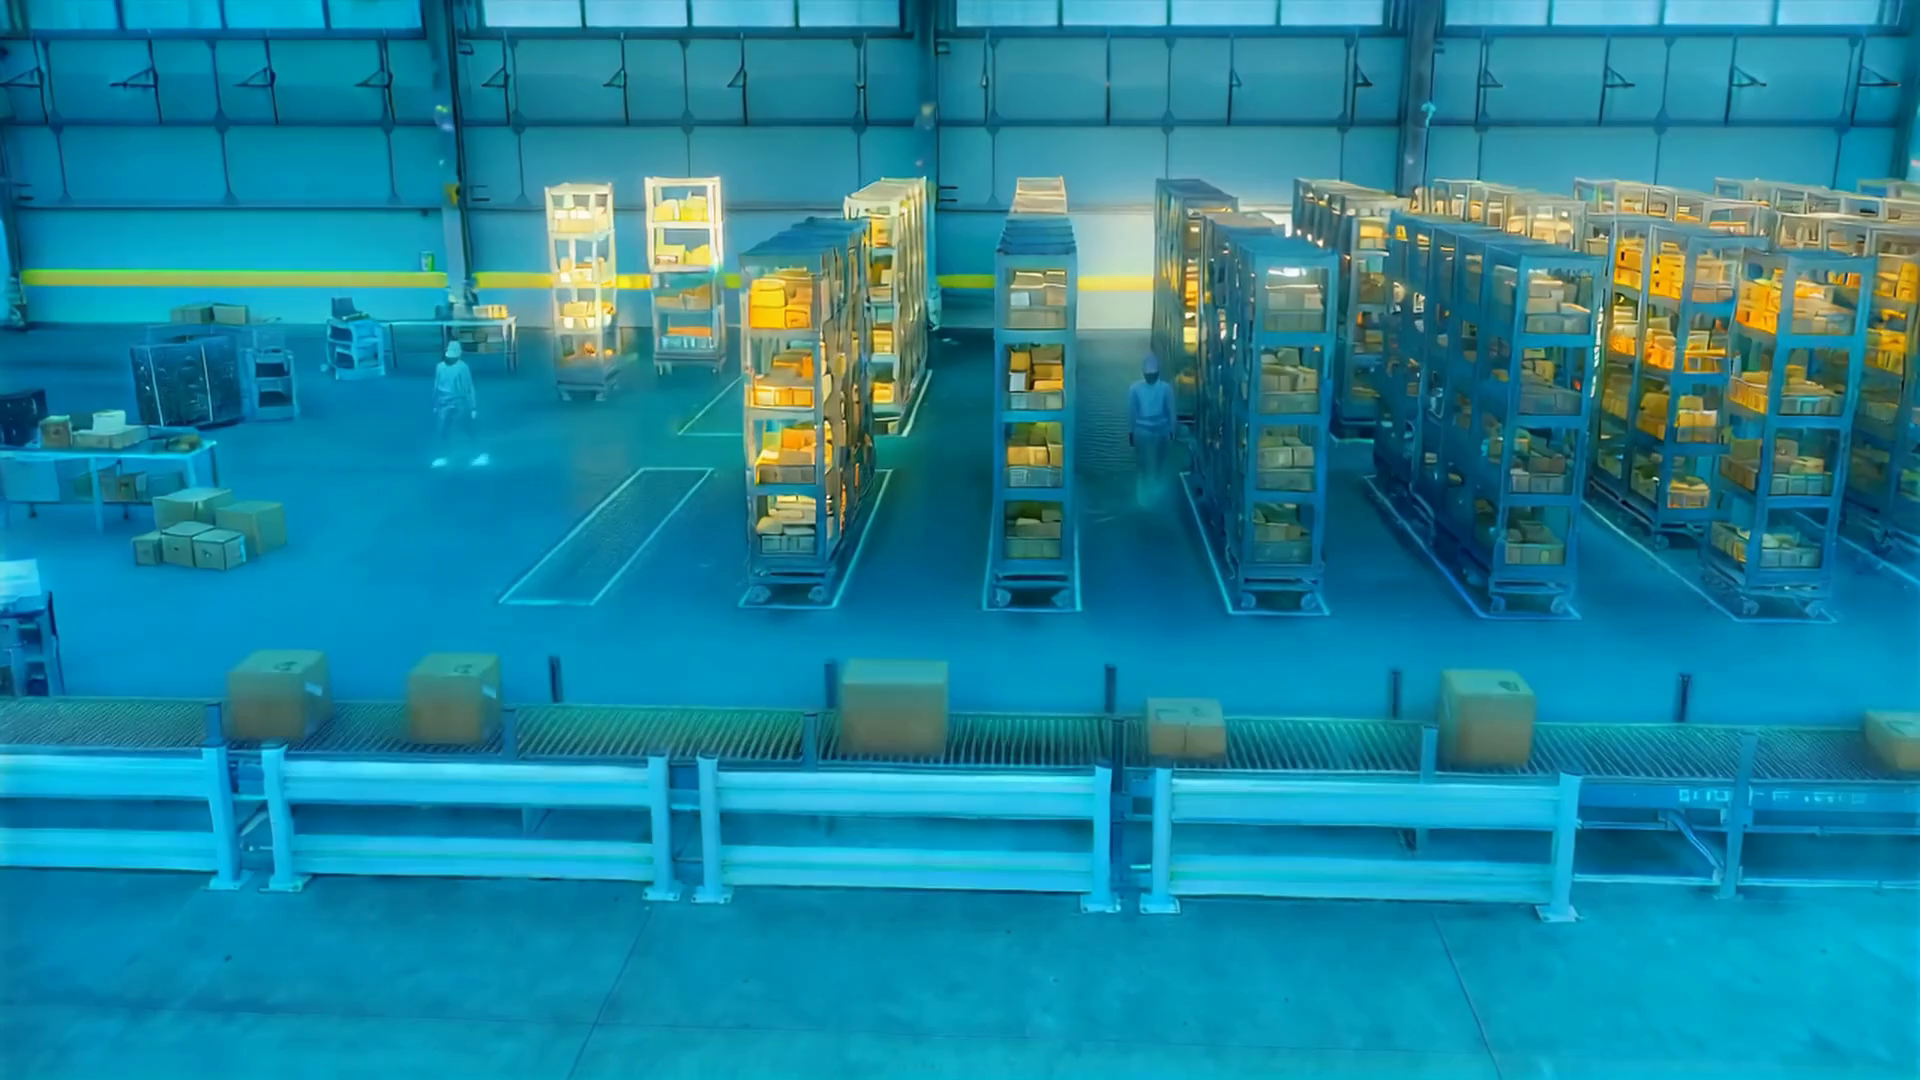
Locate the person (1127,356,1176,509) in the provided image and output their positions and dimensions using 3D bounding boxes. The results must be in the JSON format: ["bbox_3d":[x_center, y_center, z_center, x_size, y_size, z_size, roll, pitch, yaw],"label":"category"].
[{"bbox_3d":[2.424,-1.422,21.206,0.607,1.914,0.952,0,15,1],"label":"person"}]

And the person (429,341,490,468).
[{"bbox_3d":[-7.064,-1.903,23.225,0.671,1.797,0.612,8,17,28],"label":"person"}]
